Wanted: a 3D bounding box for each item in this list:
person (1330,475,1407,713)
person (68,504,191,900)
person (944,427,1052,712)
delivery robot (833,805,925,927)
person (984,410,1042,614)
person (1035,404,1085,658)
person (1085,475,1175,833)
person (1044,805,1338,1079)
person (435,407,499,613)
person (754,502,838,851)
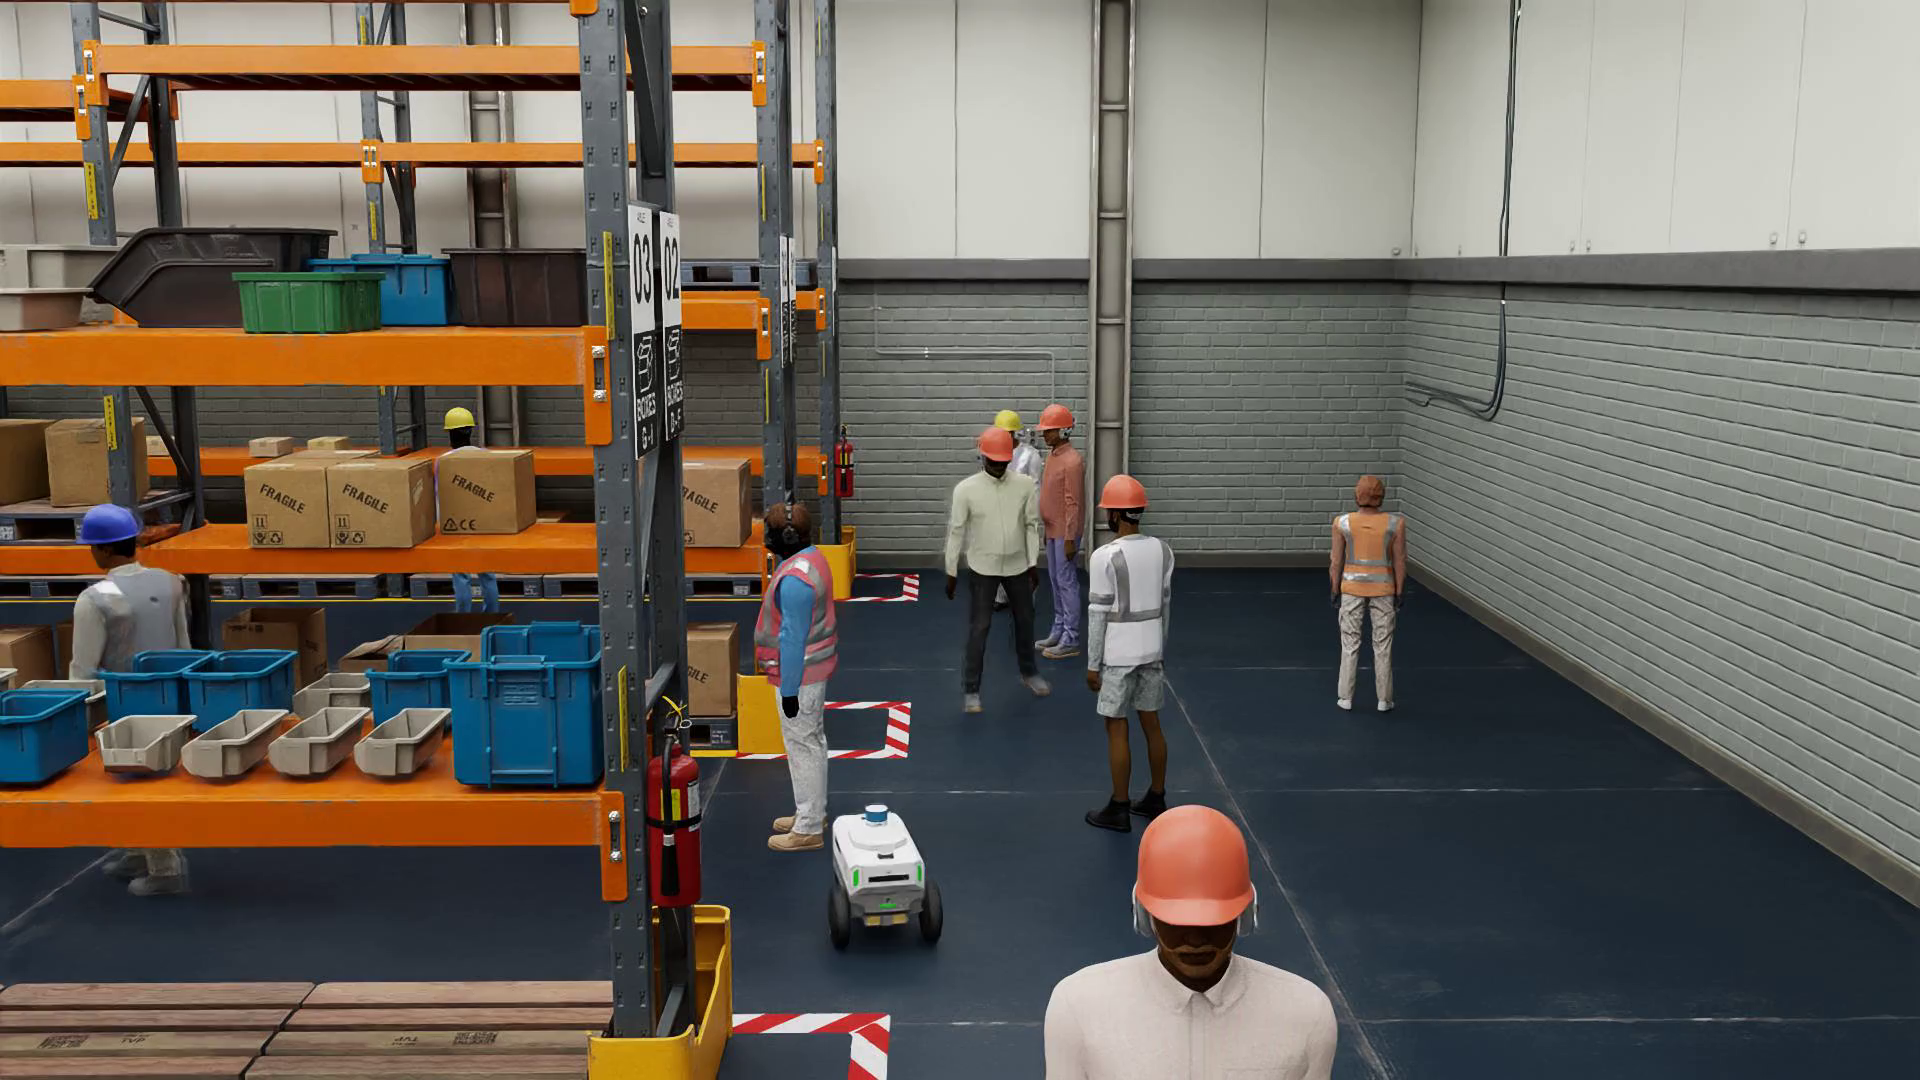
[{"bbox_3d":[2.784,0.373,11.370,0.513,1.638,0.309,2,10,15],"label":"person"},{"bbox_3d":[-4.057,0.779,7.987,0.681,1.921,0.627,2,9,13],"label":"person"},{"bbox_3d":[0.292,0.185,11.548,0.848,1.964,0.600,-3,10,-20],"label":"person"},{"bbox_3d":[-0.384,1.468,7.681,0.477,0.478,0.707,-2,9,-11],"label":"delivery robot"},{"bbox_3d":[0.434,-0.228,14.501,0.599,1.823,0.404,6,11,35],"label":"person"},{"bbox_3d":[0.777,-0.072,13.043,0.405,1.986,0.612,-2,10,-13],"label":"person"},{"bbox_3d":[0.902,0.607,9.061,0.544,1.928,0.403,-7,11,-36],"label":"person"},{"bbox_3d":[0.456,1.497,3.386,0.612,1.995,0.382,0,9,-2],"label":"person"},{"bbox_3d":[-4.009,-0.117,13.520,0.392,1.918,0.588,7,12,37],"label":"person"},{"bbox_3d":[-0.862,0.707,8.742,0.430,1.835,0.618,1,9,4],"label":"person"}]
